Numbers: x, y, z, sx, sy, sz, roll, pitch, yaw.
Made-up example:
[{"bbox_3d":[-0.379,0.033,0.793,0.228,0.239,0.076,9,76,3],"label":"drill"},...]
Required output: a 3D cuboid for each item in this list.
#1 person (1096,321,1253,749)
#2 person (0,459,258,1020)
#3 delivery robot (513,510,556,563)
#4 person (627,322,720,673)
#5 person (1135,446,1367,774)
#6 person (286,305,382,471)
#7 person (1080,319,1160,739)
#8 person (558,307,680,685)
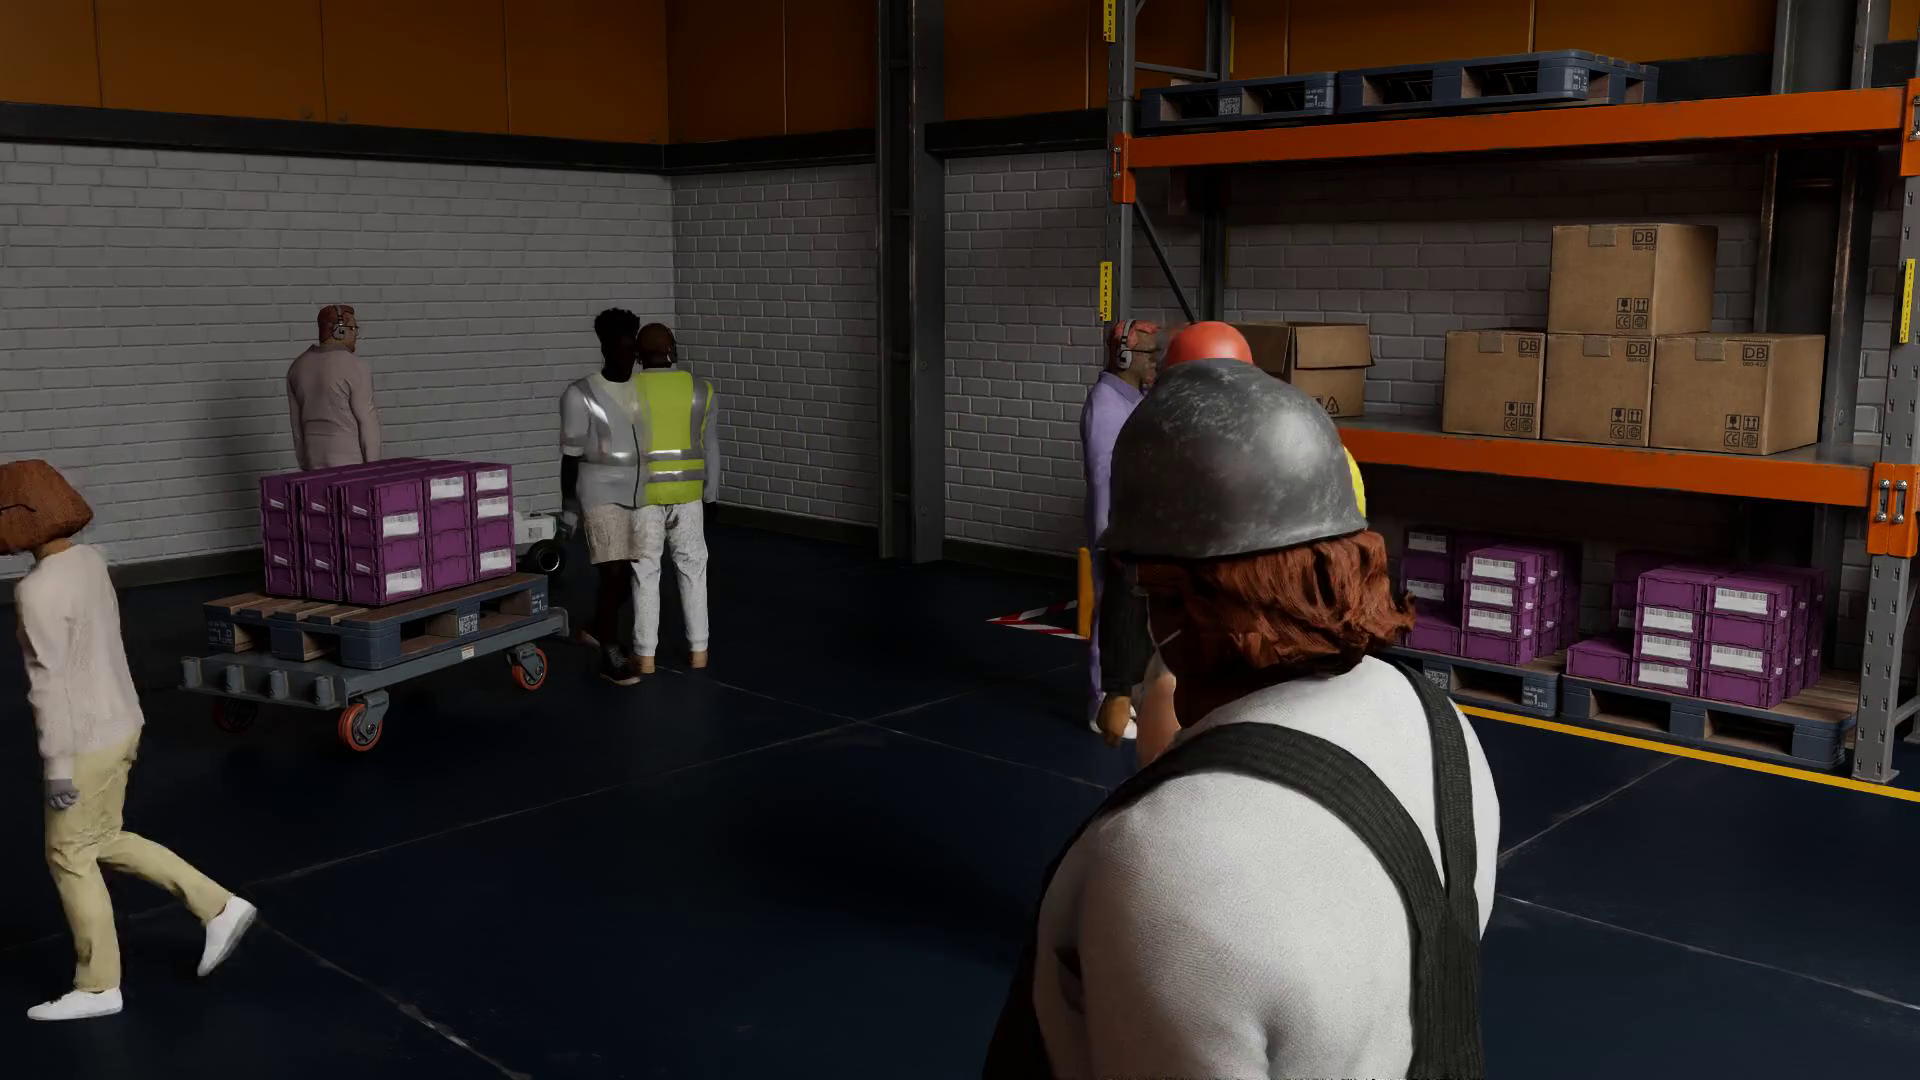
[{"bbox_3d":[0.657,0.369,4.734,0.439,1.972,0.624,5,11,30],"label":"person"},{"bbox_3d":[-2.388,0.565,4.691,0.547,1.607,0.505,-2,9,-10],"label":"person"},{"bbox_3d":[-3.131,-0.042,11.327,0.707,0.478,0.477,-7,12,-38],"label":"delivery robot"},{"bbox_3d":[-1.578,-0.219,8.775,0.627,1.840,0.429,-4,10,-22],"label":"person"},{"bbox_3d":[0.393,0.732,2.848,0.932,1.881,0.589,4,10,22],"label":"person"},{"bbox_3d":[-3.771,-0.480,10.180,0.640,1.904,0.401,5,10,26],"label":"person"},{"bbox_3d":[0.765,-0.053,7.584,0.404,1.900,0.636,3,10,18],"label":"person"},{"bbox_3d":[-1.838,-0.239,8.628,0.698,1.932,0.623,8,12,40],"label":"person"}]
